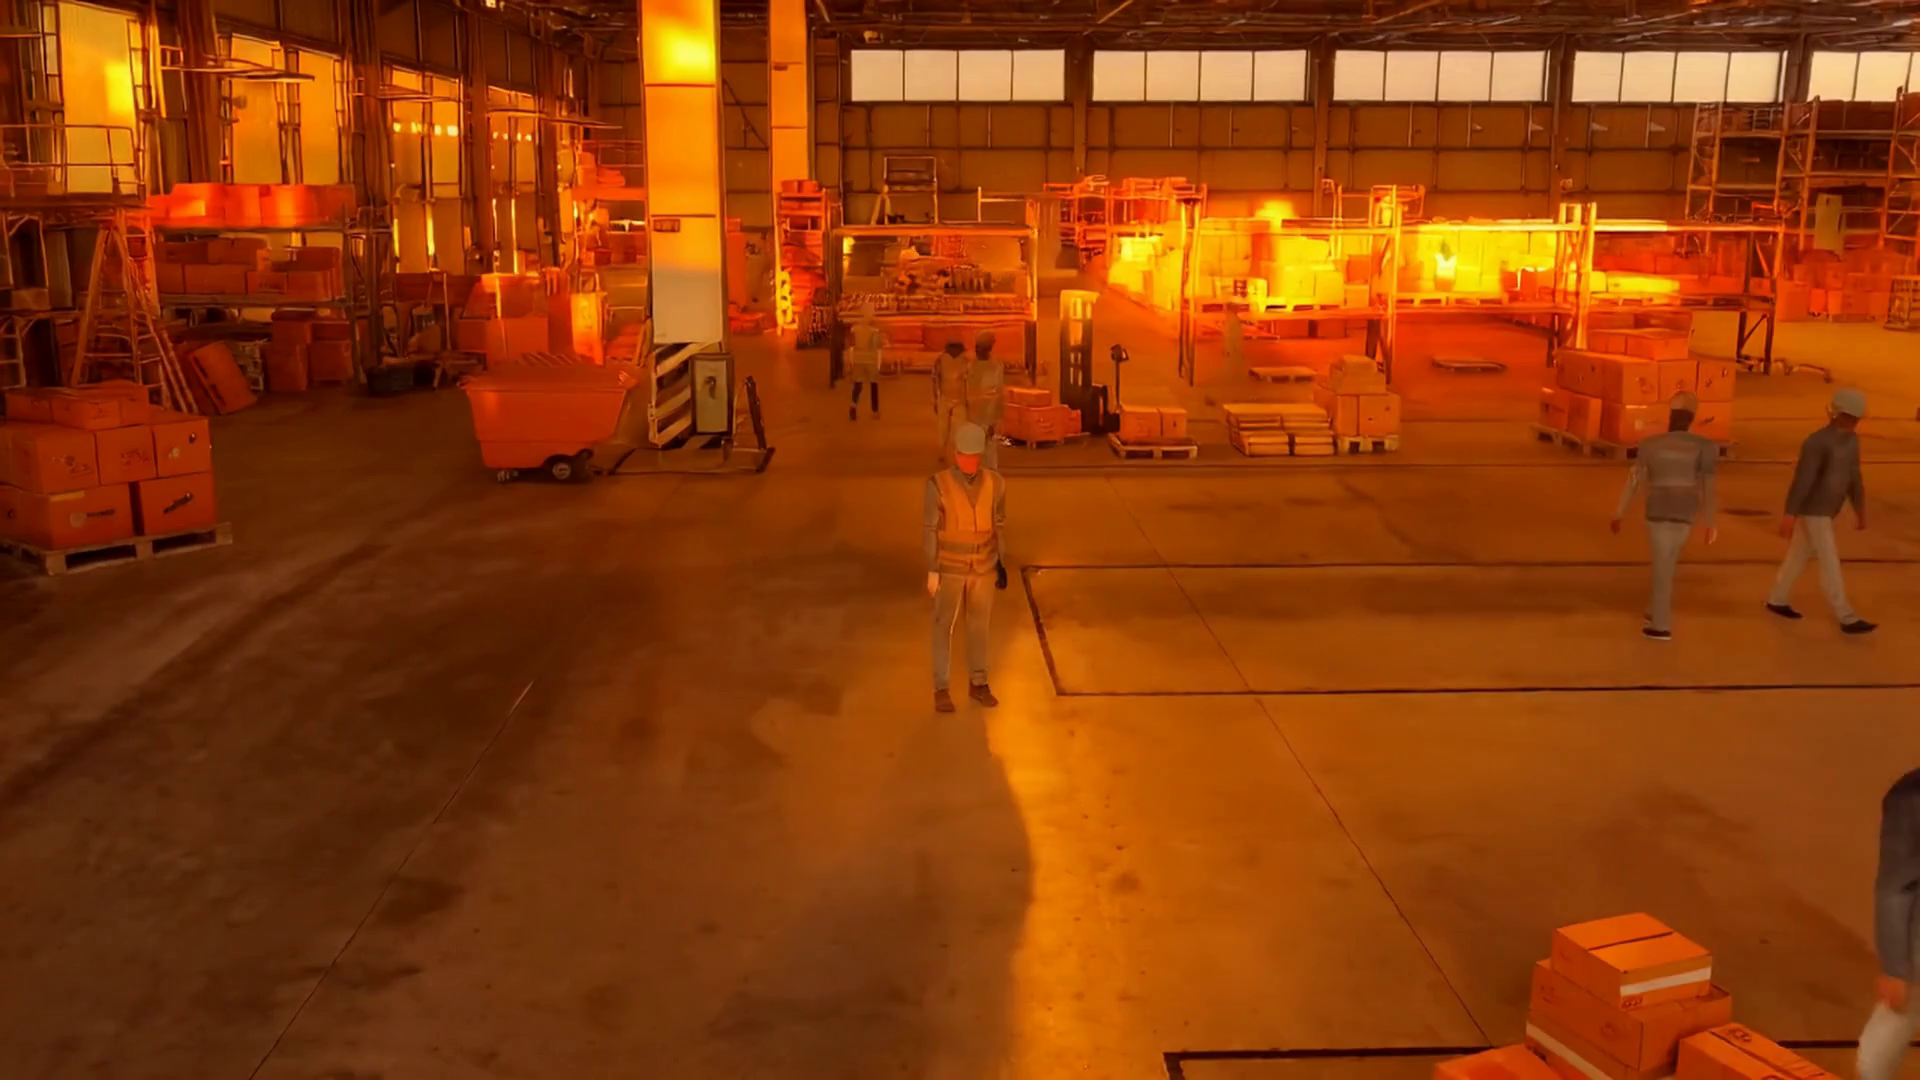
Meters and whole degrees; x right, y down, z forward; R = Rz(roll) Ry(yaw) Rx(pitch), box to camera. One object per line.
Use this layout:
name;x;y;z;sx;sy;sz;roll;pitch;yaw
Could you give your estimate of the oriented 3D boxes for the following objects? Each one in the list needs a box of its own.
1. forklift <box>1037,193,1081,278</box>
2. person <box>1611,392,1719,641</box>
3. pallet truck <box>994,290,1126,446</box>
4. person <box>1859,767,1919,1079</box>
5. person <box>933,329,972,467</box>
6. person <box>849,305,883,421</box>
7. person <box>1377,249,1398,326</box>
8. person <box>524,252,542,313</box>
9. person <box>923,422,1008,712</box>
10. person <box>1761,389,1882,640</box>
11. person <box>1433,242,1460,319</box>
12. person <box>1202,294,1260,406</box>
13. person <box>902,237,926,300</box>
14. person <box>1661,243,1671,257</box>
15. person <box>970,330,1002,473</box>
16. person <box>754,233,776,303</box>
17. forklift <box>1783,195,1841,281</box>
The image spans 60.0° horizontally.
forklift;3.069;-10.310;56.271;1.873;2.768;1.129;-7;14;-28
person;5.452;-0.207;12.909;0.739;1.878;0.843;1;13;2
pallet truck;1.257;-2.299;22.111;1.885;1.965;0.823;-9;15;-35
person;3.420;1.405;5.656;0.652;1.879;1.027;1;13;4
person;-0.096;-1.693;20.000;0.490;1.721;0.641;-2;13;-8
person;-1.362;-2.542;23.954;0.537;1.671;0.722;3;13;13
person;9.908;-5.888;38.663;0.505;1.846;0.346;3;13;15
person;-10.422;-6.208;40.596;0.517;1.631;0.313;7;14;29
person;0.043;0.173;11.076;0.603;1.942;0.402;-5;13;-22
person;6.743;-0.220;12.878;0.698;1.920;1.055;-8;15;-34
person;11.947;-6.388;40.873;0.612;1.866;0.998;1;13;4
person;4.156;-2.911;25.482;0.909;1.724;0.532;-1;13;-4
person;-1.191;-6.919;43.229;1.011;1.887;0.648;8;15;31
person;16.701;-6.106;39.532;0.544;1.904;0.918;0;12;1
person;0.251;-1.370;18.200;0.360;1.893;0.757;-4;13;-18
person;-5.380;-7.486;45.754;0.955;1.898;0.642;-11;16;-40
forklift;27.744;-9.683;53.440;1.873;2.768;1.129;0;12;-2
